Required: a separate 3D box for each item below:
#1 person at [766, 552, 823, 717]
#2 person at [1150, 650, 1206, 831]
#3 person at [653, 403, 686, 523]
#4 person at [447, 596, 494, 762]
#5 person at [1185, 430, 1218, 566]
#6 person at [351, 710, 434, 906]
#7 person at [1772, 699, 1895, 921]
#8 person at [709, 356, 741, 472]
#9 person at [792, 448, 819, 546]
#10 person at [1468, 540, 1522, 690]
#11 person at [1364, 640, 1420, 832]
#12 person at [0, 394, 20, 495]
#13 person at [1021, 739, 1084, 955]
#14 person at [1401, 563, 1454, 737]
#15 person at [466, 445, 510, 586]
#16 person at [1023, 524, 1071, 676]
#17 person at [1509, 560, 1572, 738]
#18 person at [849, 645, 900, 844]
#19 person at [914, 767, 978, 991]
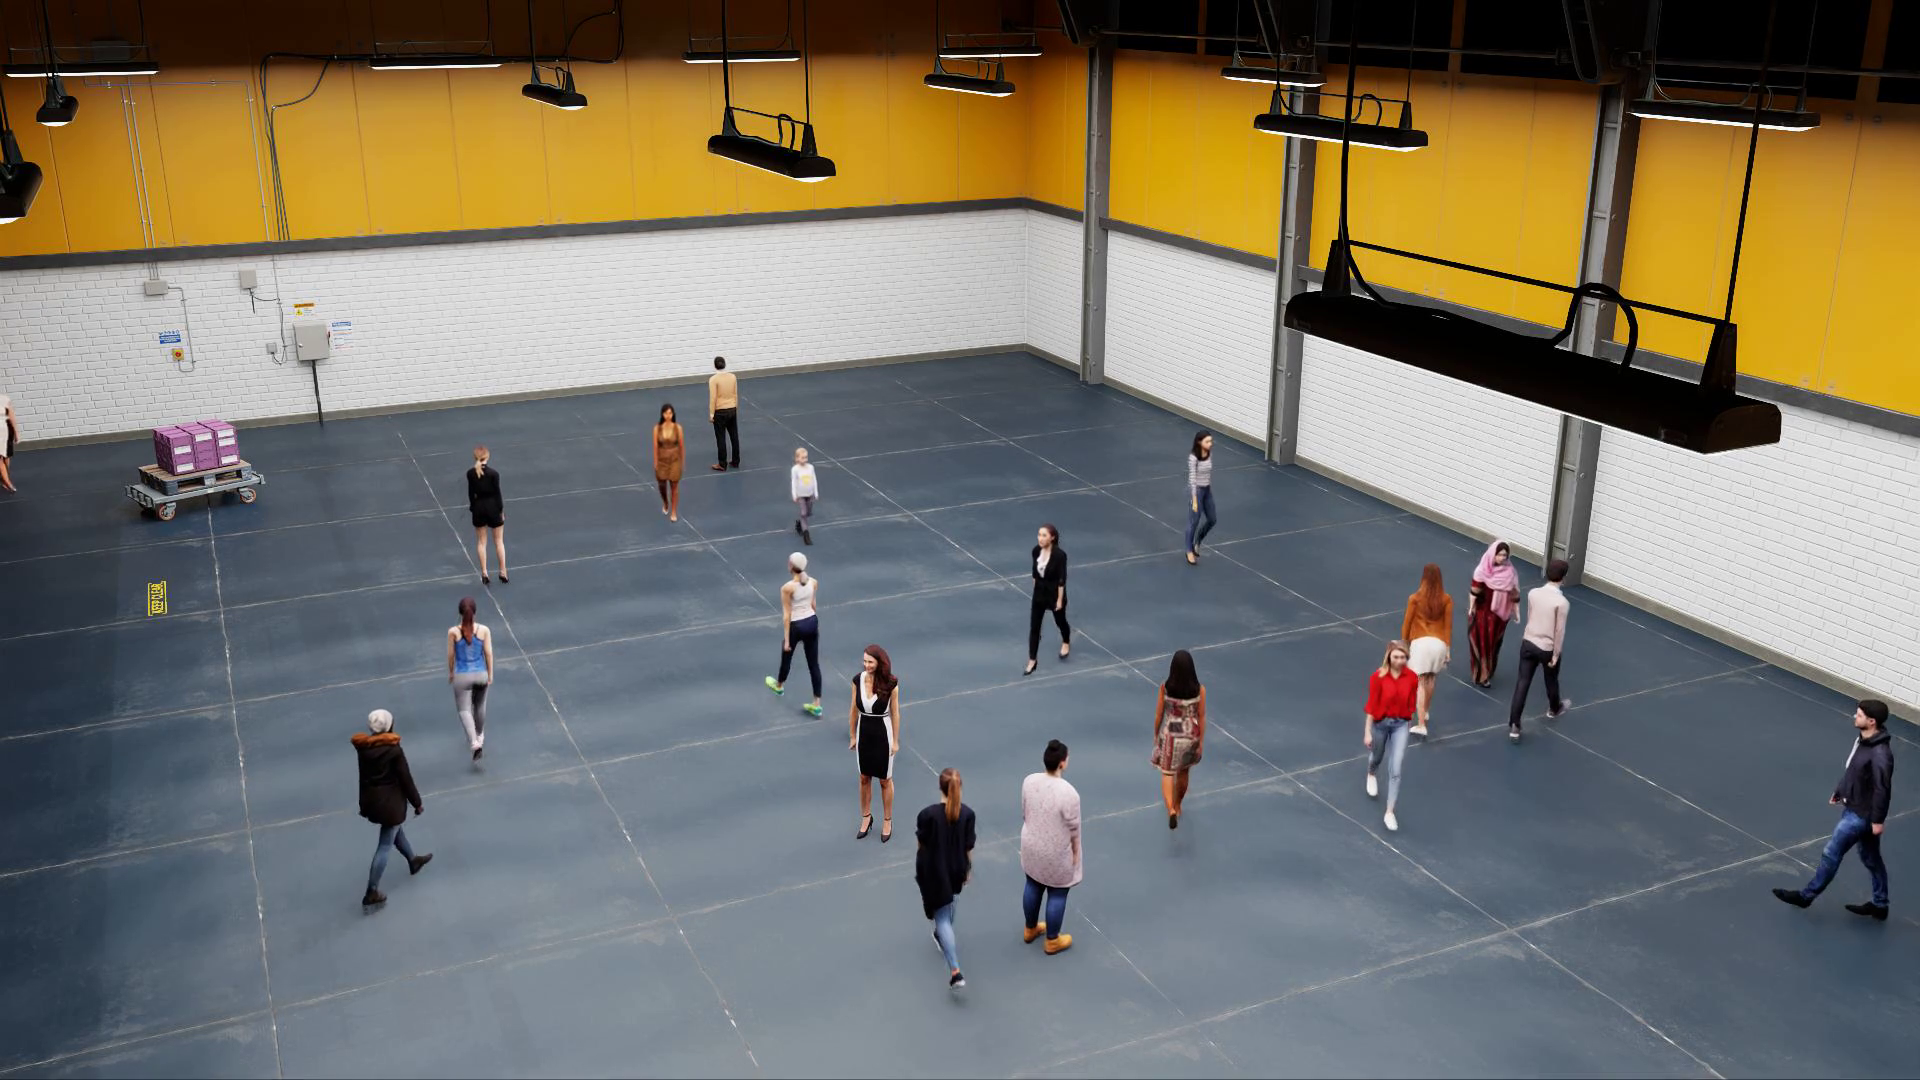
[{"bbox_3d":[-1.541,0.978,16.800,0.797,1.666,1.153,-14,23,-36],"label":"person"},{"bbox_3d":[1.923,1.770,14.517,0.912,1.623,1.078,2,19,5],"label":"person"},{"bbox_3d":[-4.008,-1.077,22.887,0.656,1.676,0.704,-4,19,-10],"label":"person"},{"bbox_3d":[-4.663,1.339,15.851,0.566,1.589,0.978,-8,20,-22],"label":"person"},{"bbox_3d":[2.961,-0.543,21.141,0.673,1.779,0.689,-16,24,-39],"label":"person"},{"bbox_3d":[-4.661,2.168,13.379,1.096,1.595,1.134,8,20,22],"label":"person"},{"bbox_3d":[7.191,2.151,13.033,1.180,1.849,1.086,9,20,24],"label":"person"},{"bbox_3d":[-3.584,-1.934,25.315,0.718,1.751,0.690,-16,24,-39],"label":"person"},{"bbox_3d":[-2.097,-0.613,22.165,0.526,1.259,0.868,-10,21,-28],"label":"person"},{"bbox_3d":[5.605,0.723,17.638,0.876,1.616,1.041,-3,19,-10],"label":"person"},{"bbox_3d":[3.793,1.656,14.793,0.966,1.663,1.219,1,19,3],"label":"person"},{"bbox_3d":[-13.959,-1.511,24.141,0.861,1.700,1.177,-17,25,-40],"label":"person"},{"bbox_3d":[0.671,2.323,12.686,0.720,1.744,0.841,15,24,38],"label":"person"},{"bbox_3d":[4.613,1.108,16.389,0.896,1.683,1.056,1,19,2],"label":"person"},{"bbox_3d":[-5.821,-0.309,20.465,0.645,1.767,0.660,1,19,2],"label":"person"},{"bbox_3d":[1.024,0.611,17.966,1.085,1.618,1.030,12,22,31],"label":"person"},{"bbox_3d":[5.645,1.107,16.292,0.925,1.746,1.208,-16,25,-40],"label":"person"},{"bbox_3d":[-0.731,1.742,14.330,0.644,1.796,0.692,6,19,16],"label":"person"},{"bbox_3d":[-0.090,2.516,12.276,0.716,1.640,1.179,-6,20,-17],"label":"person"}]
